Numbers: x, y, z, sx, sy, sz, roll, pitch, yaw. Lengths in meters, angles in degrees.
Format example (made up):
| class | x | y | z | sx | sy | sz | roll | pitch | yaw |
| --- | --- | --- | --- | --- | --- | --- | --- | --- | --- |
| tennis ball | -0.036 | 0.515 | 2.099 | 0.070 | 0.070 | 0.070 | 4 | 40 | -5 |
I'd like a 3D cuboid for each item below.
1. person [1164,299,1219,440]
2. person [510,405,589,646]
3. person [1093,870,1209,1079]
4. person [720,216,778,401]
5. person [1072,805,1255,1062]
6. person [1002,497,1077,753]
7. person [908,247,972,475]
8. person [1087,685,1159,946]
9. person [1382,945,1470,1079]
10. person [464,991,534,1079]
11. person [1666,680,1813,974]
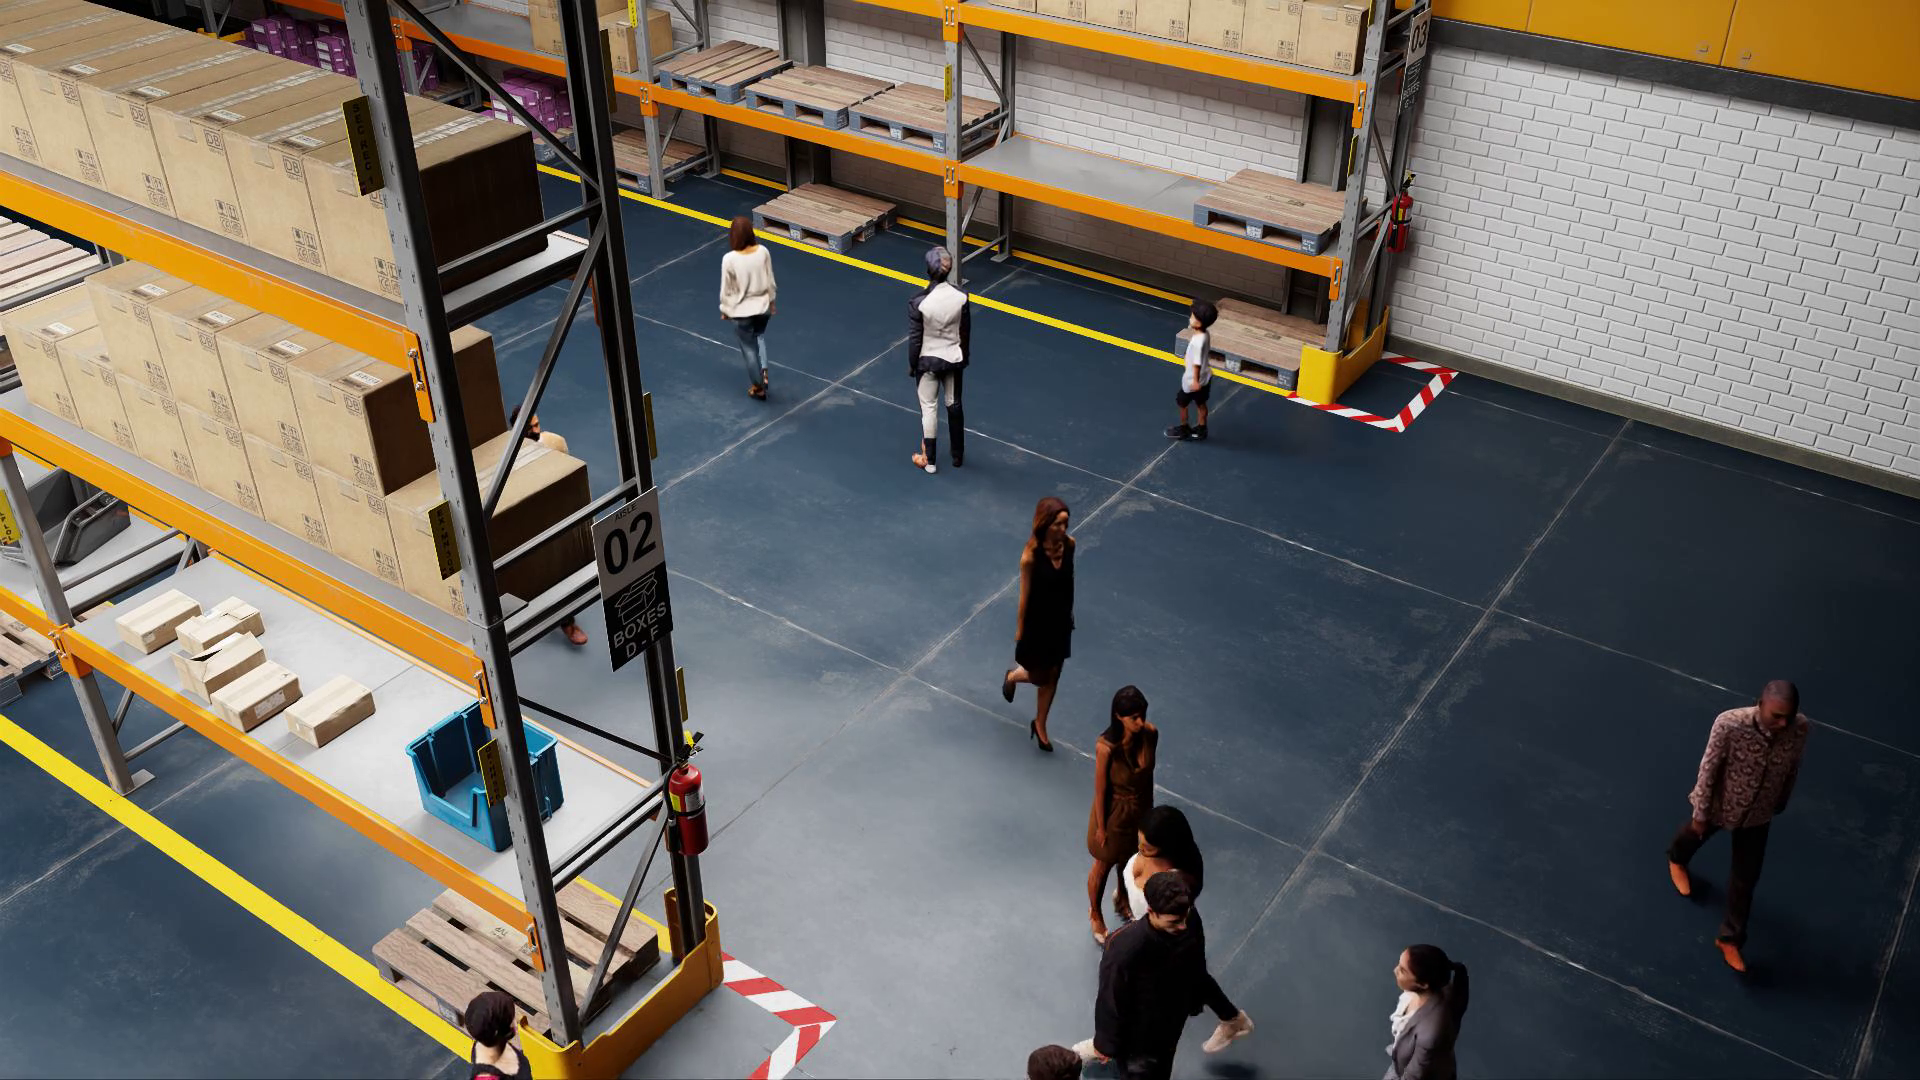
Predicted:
| class | x | y | z | sx | sy | sz | roll | pitch | yaw |
| --- | --- | --- | --- | --- | --- | --- | --- | --- | --- |
| person | 2.011 | -1.369 | 13.655 | 0.620 | 1.249 | 0.558 | 12 | 35 | 17 |
| person | -2.891 | -0.197 | 11.452 | 0.852 | 1.736 | 1.228 | -25 | 41 | -33 |
| person | 0.804 | 2.177 | 7.716 | 0.848 | 1.920 | 0.807 | -28 | 43 | -35 |
| person | -1.745 | -1.921 | 14.104 | 0.734 | 1.673 | 0.742 | -18 | 38 | -25 |
| person | 1.111 | 1.956 | 8.194 | 1.253 | 1.758 | 1.076 | 2 | 34 | 2 |
| person | 0.465 | 0.502 | 10.321 | 0.728 | 1.825 | 0.869 | -23 | 40 | -30 |
| person | -0.161 | -1.415 | 13.142 | 0.771 | 1.893 | 0.782 | -13 | 36 | -18 |
| person | 0.874 | 1.472 | 8.982 | 0.614 | 1.690 | 0.597 | -23 | 40 | -31 |
| person | 2.172 | 2.468 | 7.523 | 0.793 | 1.648 | 0.762 | 5 | 34 | 7 |
| person | -2.091 | 2.628 | 7.388 | 0.827 | 1.531 | 0.774 | -7 | 34 | -11 |
| person | 4.207 | 1.370 | 9.071 | 1.261 | 1.761 | 1.142 | 4 | 34 | 6 |
